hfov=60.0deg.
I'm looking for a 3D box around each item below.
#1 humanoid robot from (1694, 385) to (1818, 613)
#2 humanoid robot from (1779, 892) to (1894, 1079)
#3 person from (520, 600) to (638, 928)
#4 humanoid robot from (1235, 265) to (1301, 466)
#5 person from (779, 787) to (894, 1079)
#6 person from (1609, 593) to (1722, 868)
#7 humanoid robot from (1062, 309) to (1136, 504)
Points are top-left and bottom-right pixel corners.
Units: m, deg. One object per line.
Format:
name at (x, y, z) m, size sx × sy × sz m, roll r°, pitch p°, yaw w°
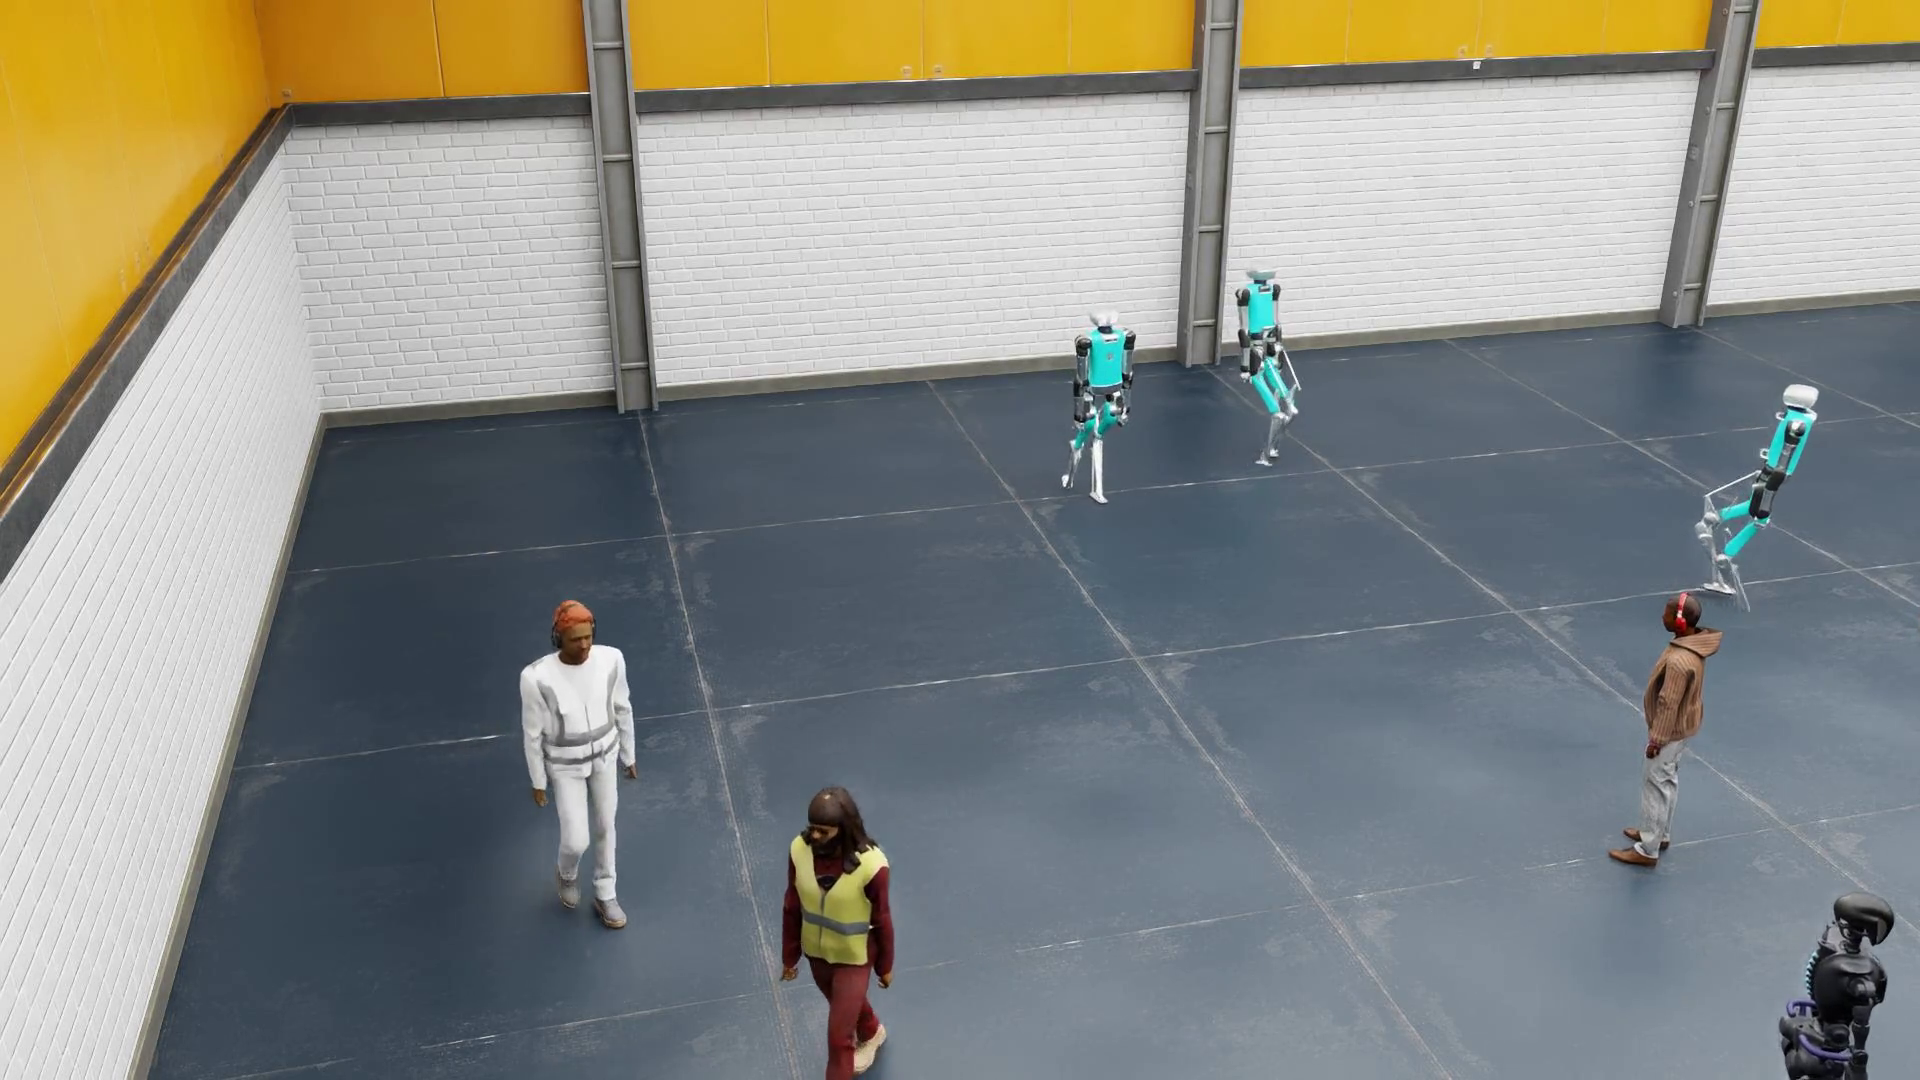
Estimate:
humanoid robot at (5.770, -0.309, 12.278) m, size 0.809 × 1.796 × 0.543 m, roll 12°, pitch 26°, yaw 25°
humanoid robot at (3.475, 2.117, 6.825) m, size 0.583 × 1.643 × 0.585 m, roll 3°, pitch 24°, yaw 8°
person at (-1.951, 1.184, 8.679) m, size 0.597 × 1.873 × 0.423 m, roll -17°, pitch 29°, yaw -33°
humanoid robot at (2.866, -1.548, 15.086) m, size 0.558 × 1.802 × 0.808 m, roll -20°, pitch 31°, yaw -38°
person at (-0.539, 1.828, 7.406) m, size 0.487 × 1.724 × 0.934 m, roll 11°, pitch 26°, yaw 23°
person at (3.942, 1.055, 9.256) m, size 0.332 × 1.644 × 0.469 m, roll 14°, pitch 27°, yaw 29°
humanoid robot at (1.109, -1.125, 14.215) m, size 0.544 × 1.877 × 0.824 m, roll -9°, pitch 25°, yaw -19°
